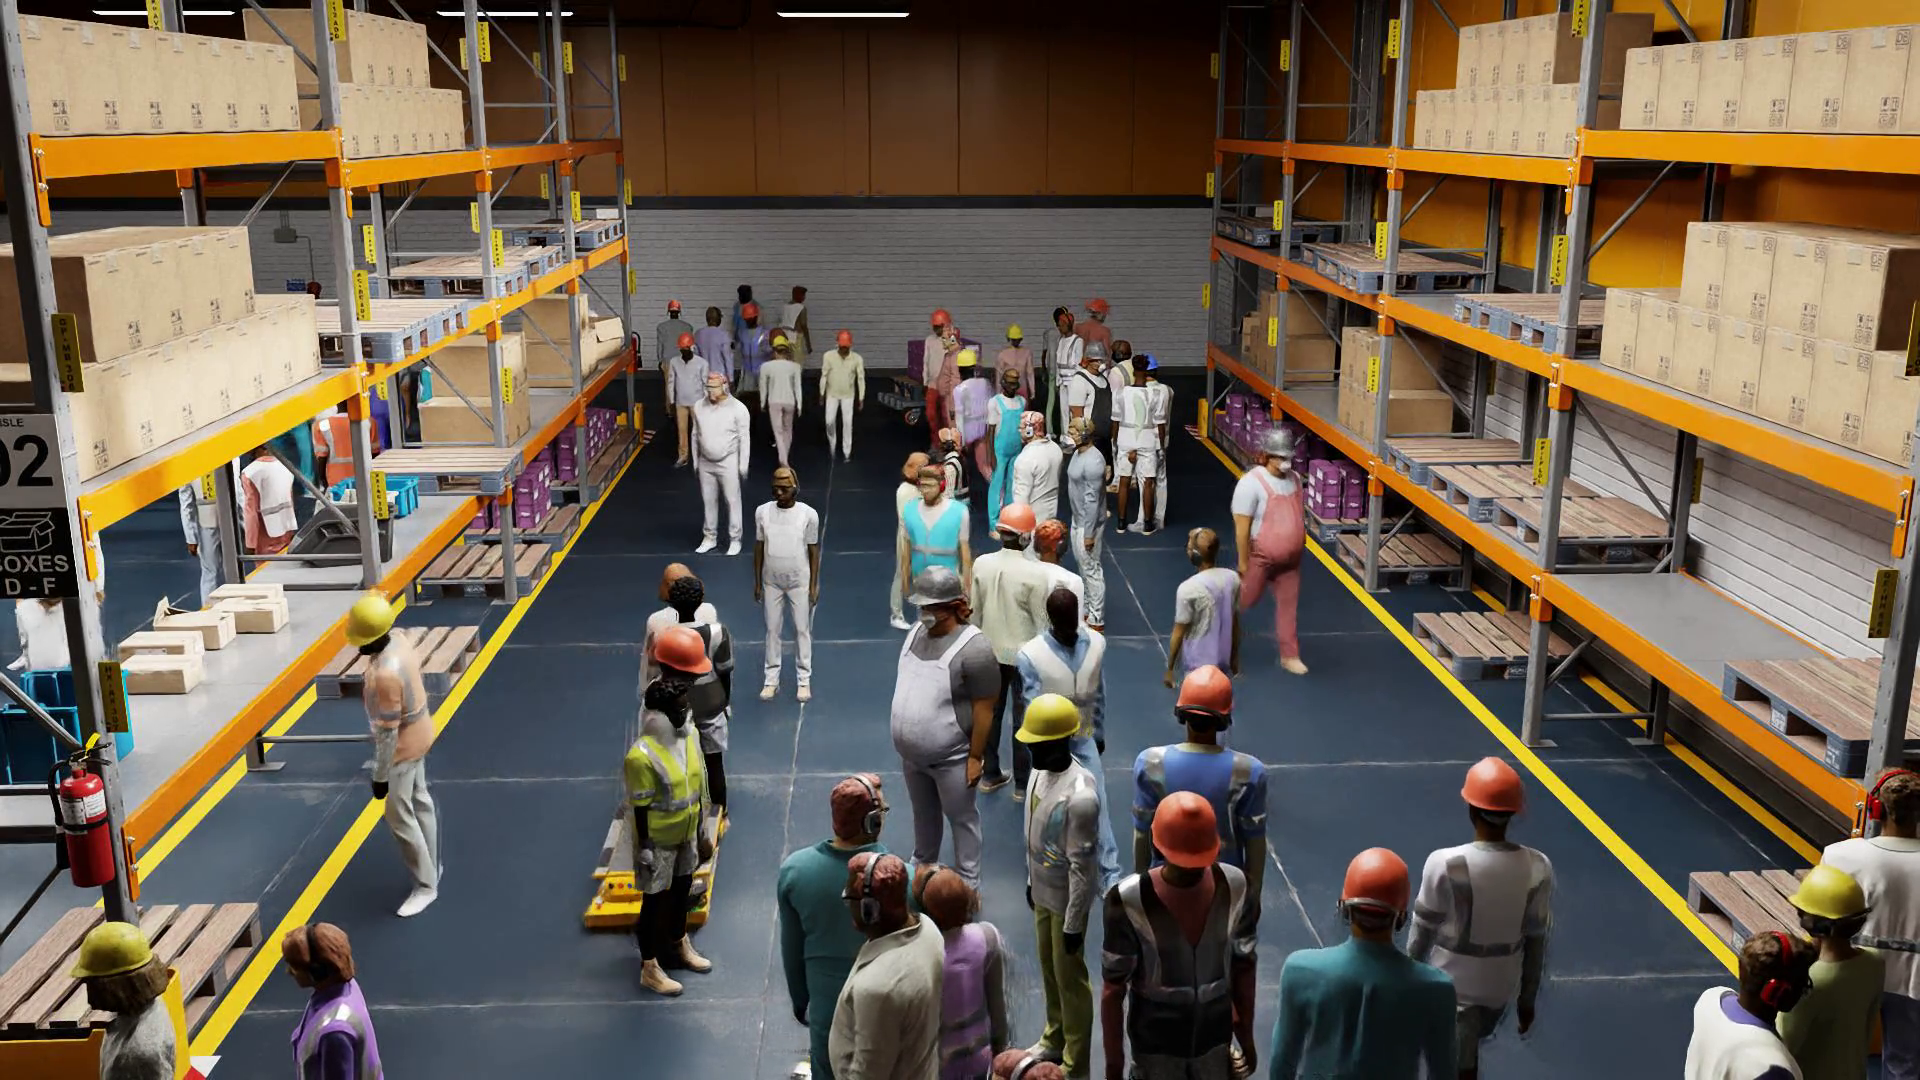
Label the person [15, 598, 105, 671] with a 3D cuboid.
[{"bbox_3d":[-5.845,0.880,10.922,0.574,1.718,0.862,1,14,2],"label":"person"}]

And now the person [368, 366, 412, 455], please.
[{"bbox_3d":[-6.899,-1.580,19.922,0.691,2.000,0.967,-7,16,-26],"label":"person"}]

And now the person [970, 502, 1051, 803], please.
[{"bbox_3d":[0.356,0.731,10.946,0.622,1.990,0.402,11,18,37],"label":"person"}]

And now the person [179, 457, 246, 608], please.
[{"bbox_3d":[-6.439,-0.101,14.386,0.402,1.908,0.598,8,16,29],"label":"person"}]

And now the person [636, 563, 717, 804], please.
[{"bbox_3d":[-1.875,0.930,10.935,0.512,1.600,0.773,-13,19,-41],"label":"person"}]

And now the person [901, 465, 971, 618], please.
[{"bbox_3d":[-0.177,0.298,12.959,0.596,1.832,0.477,6,15,21],"label":"person"}]

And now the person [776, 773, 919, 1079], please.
[{"bbox_3d":[-0.393,1.853,6.724,0.636,1.903,0.405,5,15,17],"label":"person"}]

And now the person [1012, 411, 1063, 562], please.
[{"bbox_3d":[0.653,-0.207,14.822,0.400,1.900,0.647,9,17,32],"label":"person"}]

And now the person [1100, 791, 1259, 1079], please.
[{"bbox_3d":[0.845,1.892,6.326,0.622,2.028,0.410,-3,15,-12],"label":"person"}]

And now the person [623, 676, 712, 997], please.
[{"bbox_3d":[-1.496,1.499,8.540,0.321,1.689,0.530,8,17,30],"label":"person"}]

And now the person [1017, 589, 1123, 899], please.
[{"bbox_3d":[0.649,1.176,9.469,0.624,1.856,0.953,-8,16,-27],"label":"person"}]

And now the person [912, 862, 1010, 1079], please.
[{"bbox_3d":[-0.004,2.059,6.465,0.535,1.621,0.495,-10,17,-34],"label":"person"}]

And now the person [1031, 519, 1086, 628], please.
[{"bbox_3d":[0.580,0.793,10.961,0.626,1.873,0.371,11,18,36],"label":"person"}]

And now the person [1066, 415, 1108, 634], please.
[{"bbox_3d":[1.095,-0.132,14.473,0.377,1.931,0.624,-2,14,-8],"label":"person"}]

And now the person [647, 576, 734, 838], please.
[{"bbox_3d":[-1.659,1.050,10.284,0.533,1.697,0.319,-4,15,-15],"label":"person"}]

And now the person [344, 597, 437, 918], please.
[{"bbox_3d":[-3.198,1.170,9.471,0.383,1.878,0.730,-2,14,-10],"label":"person"}]

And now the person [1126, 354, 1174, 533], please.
[{"bbox_3d":[2.045,-1.040,18.004,0.402,1.938,0.603,14,20,43],"label":"person"}]

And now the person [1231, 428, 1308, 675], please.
[{"bbox_3d":[2.474,0.029,13.604,0.694,2.000,0.925,-9,17,-31],"label":"person"}]

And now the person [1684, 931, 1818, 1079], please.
[{"bbox_3d":[2.598,2.169,5.603,0.390,1.840,0.563,0,14,1],"label":"person"}]

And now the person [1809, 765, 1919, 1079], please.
[{"bbox_3d":[3.817,1.840,6.907,0.561,1.836,0.399,4,15,15],"label":"person"}]

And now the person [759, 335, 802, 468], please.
[{"bbox_3d":[-2.255,-1.727,21.131,0.521,1.726,0.876,-5,15,-20],"label":"person"}]

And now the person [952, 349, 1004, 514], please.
[{"bbox_3d":[0.163,-1.207,18.766,0.588,1.892,0.917,-12,19,-40],"label":"person"}]

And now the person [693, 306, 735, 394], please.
[{"bbox_3d":[-3.316,-2.189,22.517,0.627,1.941,0.372,7,16,27],"label":"person"}]

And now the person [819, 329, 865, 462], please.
[{"bbox_3d":[-1.549,-1.919,21.860,0.606,1.731,0.682,-1,14,-4],"label":"person"}]

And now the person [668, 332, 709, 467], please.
[{"bbox_3d":[-3.480,-1.789,21.316,0.572,1.748,0.342,3,15,13],"label":"person"}]

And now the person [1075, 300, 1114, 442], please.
[{"bbox_3d":[1.862,-2.339,23.065,0.709,1.964,0.410,12,18,38],"label":"person"}]

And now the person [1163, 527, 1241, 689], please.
[{"bbox_3d":[1.573,0.797,11.009,0.538,1.828,0.535,-11,18,-36],"label":"person"}]

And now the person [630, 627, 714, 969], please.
[{"bbox_3d":[-1.481,1.350,8.693,0.434,1.900,0.603,-1,14,-5],"label":"person"}]

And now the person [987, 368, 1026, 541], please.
[{"bbox_3d":[0.508,-0.920,17.730,0.505,1.842,0.349,-11,18,-38],"label":"person"}]

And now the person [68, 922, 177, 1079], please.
[{"bbox_3d":[-2.871,2.150,5.872,0.322,1.742,0.493,-9,17,-31],"label":"person"}]

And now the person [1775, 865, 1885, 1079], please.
[{"bbox_3d":[3.182,2.053,6.222,0.527,1.762,0.339,-7,16,-26],"label":"person"}]
